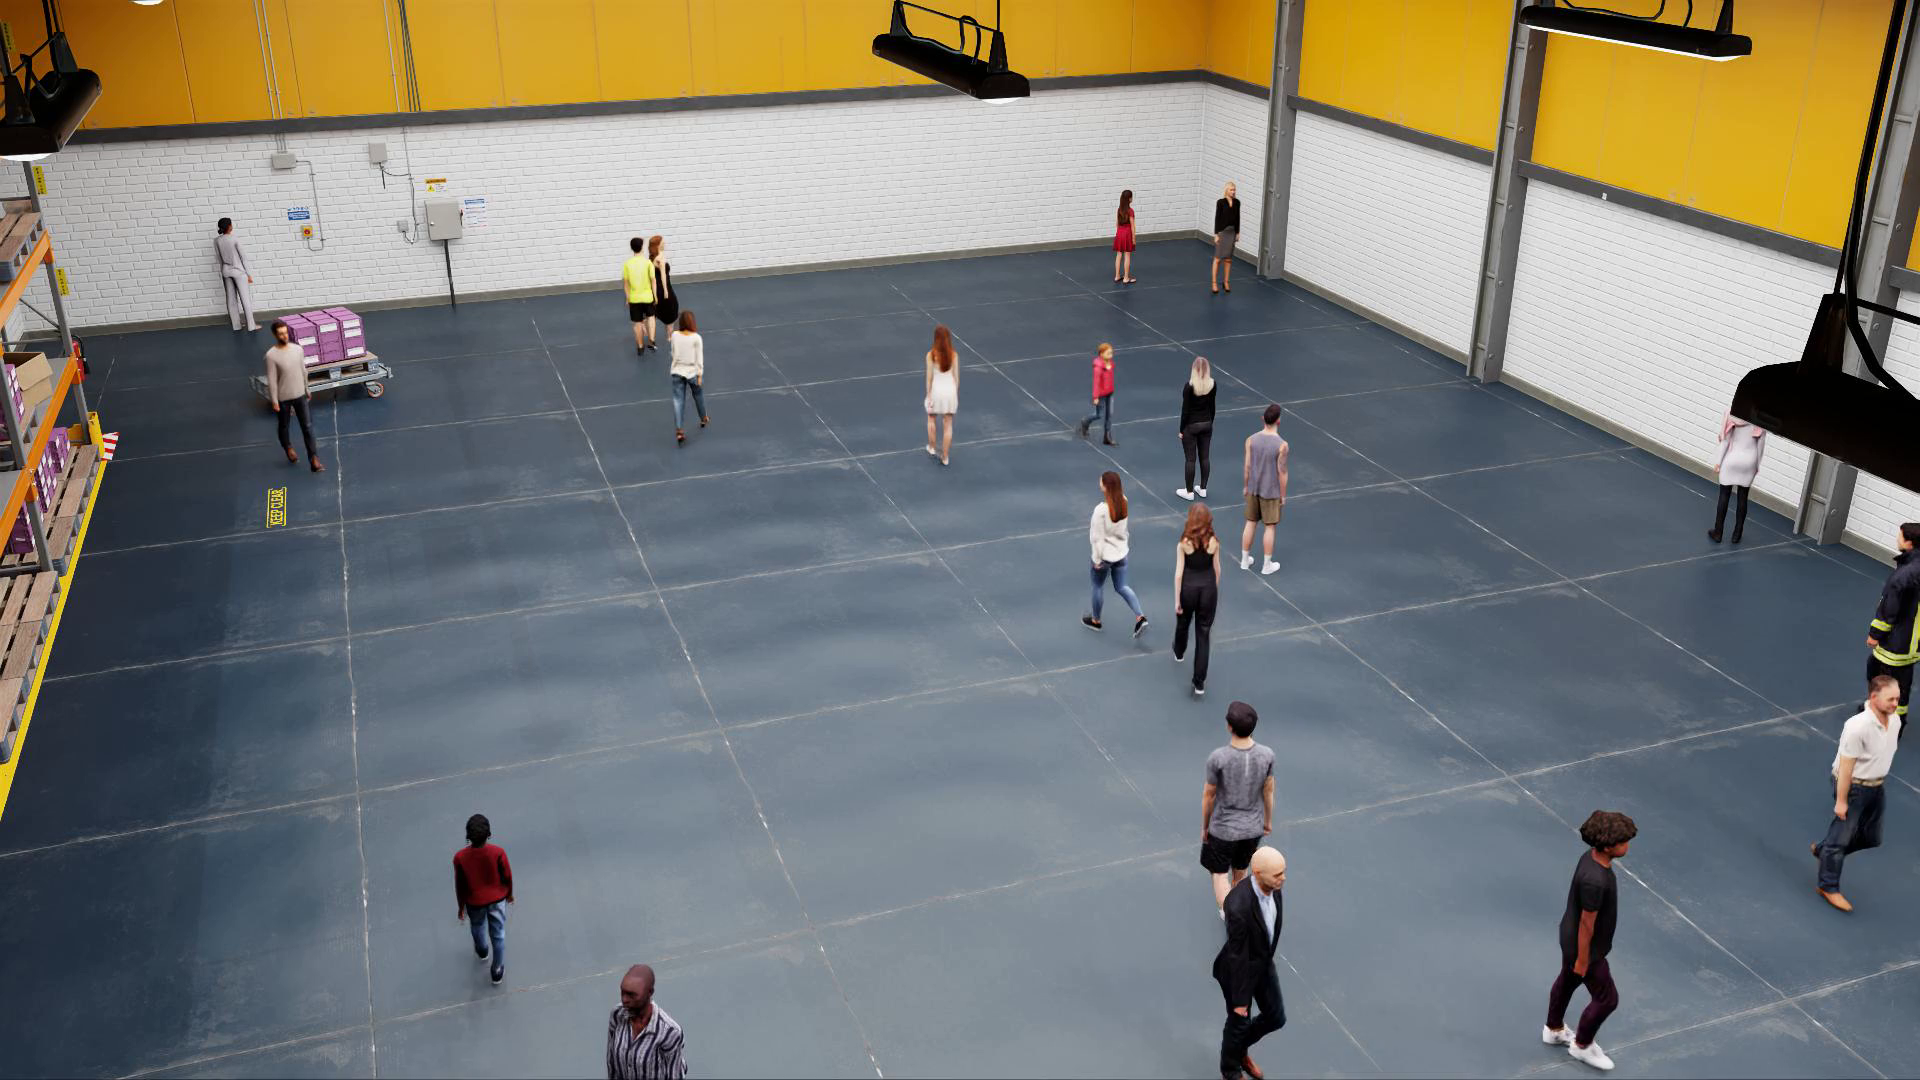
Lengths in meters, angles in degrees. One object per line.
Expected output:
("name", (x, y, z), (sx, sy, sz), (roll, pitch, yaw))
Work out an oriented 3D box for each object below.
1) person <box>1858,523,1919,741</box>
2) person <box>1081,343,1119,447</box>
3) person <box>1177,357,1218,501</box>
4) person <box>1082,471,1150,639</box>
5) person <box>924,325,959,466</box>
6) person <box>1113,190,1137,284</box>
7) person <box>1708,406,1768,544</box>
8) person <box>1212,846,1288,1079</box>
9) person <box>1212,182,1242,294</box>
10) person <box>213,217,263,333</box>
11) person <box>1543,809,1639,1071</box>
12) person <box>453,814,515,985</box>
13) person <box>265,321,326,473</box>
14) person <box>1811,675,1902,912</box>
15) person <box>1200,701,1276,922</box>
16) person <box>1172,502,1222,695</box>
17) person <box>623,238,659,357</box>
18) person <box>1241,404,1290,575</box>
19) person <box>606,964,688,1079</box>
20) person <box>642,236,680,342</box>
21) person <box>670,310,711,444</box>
("person", (8.047, 0.799, 14.026), (0.873, 1.905, 0.908), (22, 32, 40))
("person", (1.754, -1.832, 20.797), (0.702, 1.303, 0.875), (-21, 31, -39))
("person", (2.724, -1.279, 19.053), (0.616, 1.687, 0.545), (-10, 26, -22))
("person", (1.495, 0.169, 15.763), (0.820, 1.669, 1.093), (-17, 29, -34))
("person", (-0.191, -1.721, 20.054), (0.682, 1.694, 0.845), (-2, 24, -5))
("person", (2.781, -5.127, 28.023), (0.712, 1.554, 0.651), (-22, 32, -40))
("person", (8.381, -0.833, 17.887), (0.736, 1.803, 0.766), (6, 24, 13))
("person", (1.688, 2.579, 10.103), (0.783, 1.787, 0.771), (-20, 30, -38))
("person", (4.357, -4.924, 27.304), (0.604, 1.757, 0.518), (-7, 25, -16))
("person", (-11.050, -4.051, 25.331), (0.710, 1.737, 0.714), (4, 24, 9))
("person", (3.843, 2.458, 10.398), (0.858, 1.771, 0.791), (8, 25, 17))
("person", (-3.180, 2.425, 11.135), (0.561, 1.242, 0.737), (-6, 24, -13))
("person", (-8.042, -1.714, 19.884), (0.994, 1.818, 1.306), (-20, 31, -39))
("person", (6.363, 1.747, 11.935), (0.683, 1.843, 0.755), (-7, 25, -16))
("person", (1.904, 2.006, 11.335), (0.799, 1.848, 1.041), (-3, 24, -6))
("person", (2.141, 0.552, 14.856), (0.847, 1.694, 1.194), (0, 24, 0))
("person", (-4.641, -3.511, 24.154), (0.677, 1.690, 0.697), (-4, 24, -8))
("person", (3.148, -0.527, 17.218), (0.694, 1.841, 0.780), (13, 27, 27))
("person", (-1.687, 3.048, 9.019), (0.690, 1.796, 0.743), (10, 25, 21))
("person", (-4.507, -3.714, 24.720), (0.623, 1.609, 0.790), (-8, 25, -18))
("person", (-3.454, -2.006, 20.793), (0.982, 1.625, 1.168), (5, 24, 11))
